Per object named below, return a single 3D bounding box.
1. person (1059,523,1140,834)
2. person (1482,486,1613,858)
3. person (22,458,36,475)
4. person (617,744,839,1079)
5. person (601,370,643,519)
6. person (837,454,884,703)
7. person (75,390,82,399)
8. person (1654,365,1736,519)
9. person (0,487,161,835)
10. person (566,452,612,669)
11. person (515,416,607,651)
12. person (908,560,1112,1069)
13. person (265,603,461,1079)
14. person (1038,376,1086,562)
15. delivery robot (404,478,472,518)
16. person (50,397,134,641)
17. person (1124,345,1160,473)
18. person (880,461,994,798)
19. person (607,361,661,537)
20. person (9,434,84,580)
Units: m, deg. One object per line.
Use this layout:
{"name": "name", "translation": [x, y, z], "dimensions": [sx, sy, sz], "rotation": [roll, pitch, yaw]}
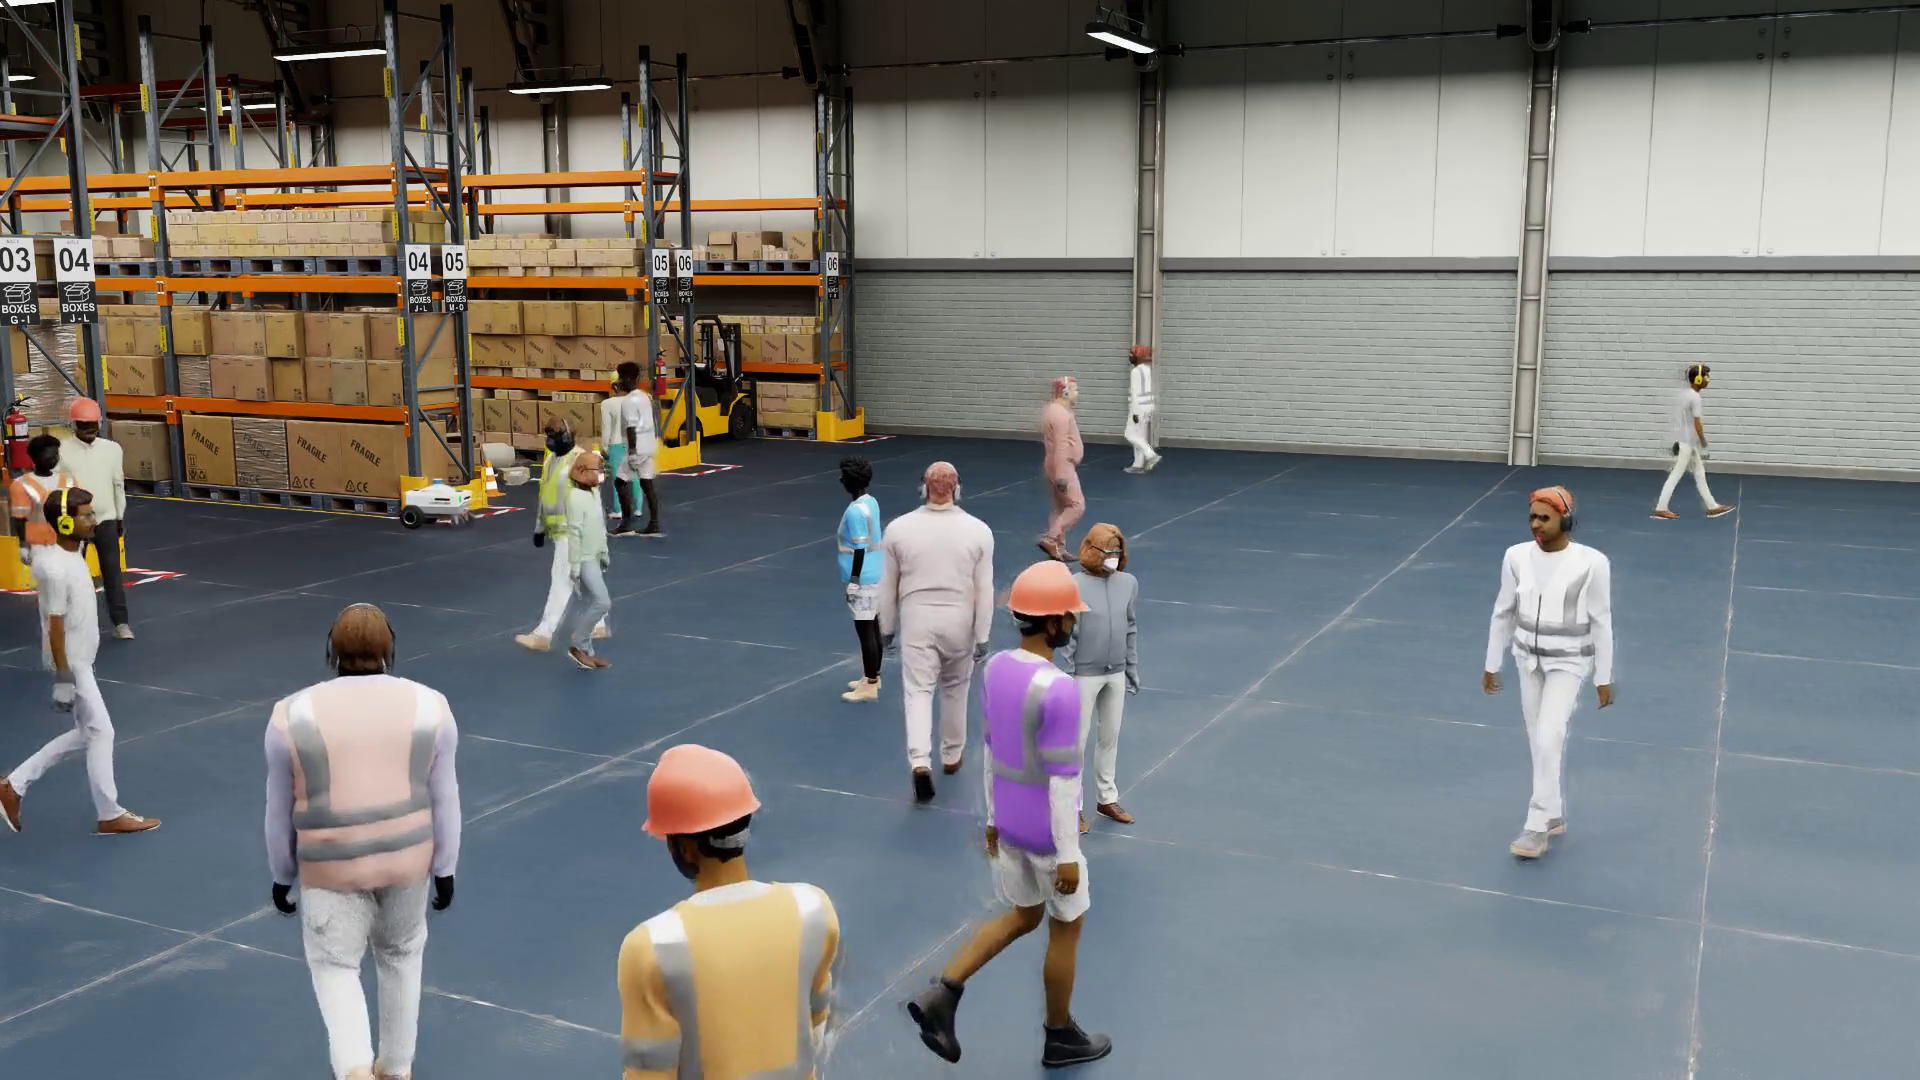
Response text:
{"name": "person", "translation": [0.734, 0.715, 8.777], "dimensions": [0.497, 1.632, 0.289], "rotation": [-6, 11, -32]}
{"name": "person", "translation": [2.904, 0.663, 8.392], "dimensions": [0.765, 1.857, 0.621], "rotation": [-7, 12, -38]}
{"name": "person", "translation": [-10.123, -0.960, 18.029], "dimensions": [0.807, 1.958, 0.634], "rotation": [1, 9, 6]}
{"name": "person", "translation": [-0.531, 1.394, 3.875], "dimensions": [0.542, 1.869, 1.036], "rotation": [-4, 10, -25]}
{"name": "person", "translation": [-3.990, -1.128, 19.673], "dimensions": [0.522, 1.768, 0.313], "rotation": [-6, 11, -32]}
{"name": "person", "translation": [-0.674, 0.259, 11.367], "dimensions": [0.321, 1.699, 0.537], "rotation": [1, 9, 8]}
{"name": "person", "translation": [-10.240, -1.121, 18.960], "dimensions": [1.027, 1.979, 0.674], "rotation": [8, 12, 40]}
{"name": "person", "translation": [8.659, -1.130, 19.487], "dimensions": [0.955, 1.819, 0.563], "rotation": [2, 10, 13]}
{"name": "person", "translation": [-4.610, 0.644, 8.559], "dimensions": [0.716, 1.849, 0.530], "rotation": [-4, 10, -23]}
{"name": "person", "translation": [-2.696, 0.160, 12.190], "dimensions": [0.352, 1.617, 0.530], "rotation": [1, 9, 4]}
{"name": "person", "translation": [-3.143, -0.052, 12.956], "dimensions": [0.909, 1.800, 0.671], "rotation": [-7, 11, -36]}
{"name": "person", "translation": [0.213, 1.026, 6.011], "dimensions": [0.717, 1.919, 0.549], "rotation": [-5, 10, -27]}
{"name": "person", "translation": [-2.008, 1.128, 5.675], "dimensions": [0.629, 1.820, 0.684], "rotation": [-5, 10, -28]}
{"name": "person", "translation": [1.052, -0.692, 16.612], "dimensions": [0.434, 1.887, 0.667], "rotation": [0, 9, 0]}
{"name": "delivery robot", "translation": [-5.955, -0.459, 18.983], "dimensions": [0.707, 0.478, 0.477], "rotation": [1, 9, 7]}
{"name": "person", "translation": [-7.039, -0.192, 13.398], "dimensions": [1.031, 1.945, 0.618], "rotation": [9, 13, 44]}
{"name": "person", "translation": [2.624, -1.876, 23.964], "dimensions": [0.488, 1.870, 0.575], "rotation": [5, 10, 26]}
{"name": "person", "translation": [-0.136, 0.492, 9.427], "dimensions": [0.653, 1.875, 0.910], "rotation": [0, 9, 3]}
{"name": "person", "translation": [-3.625, -0.986, 18.248], "dimensions": [0.714, 1.938, 0.645], "rotation": [2, 9, 10]}
{"name": "person", "translation": [-7.117, 0.007, 12.974], "dimensions": [0.607, 1.682, 0.544], "rotation": [6, 11, 34]}
